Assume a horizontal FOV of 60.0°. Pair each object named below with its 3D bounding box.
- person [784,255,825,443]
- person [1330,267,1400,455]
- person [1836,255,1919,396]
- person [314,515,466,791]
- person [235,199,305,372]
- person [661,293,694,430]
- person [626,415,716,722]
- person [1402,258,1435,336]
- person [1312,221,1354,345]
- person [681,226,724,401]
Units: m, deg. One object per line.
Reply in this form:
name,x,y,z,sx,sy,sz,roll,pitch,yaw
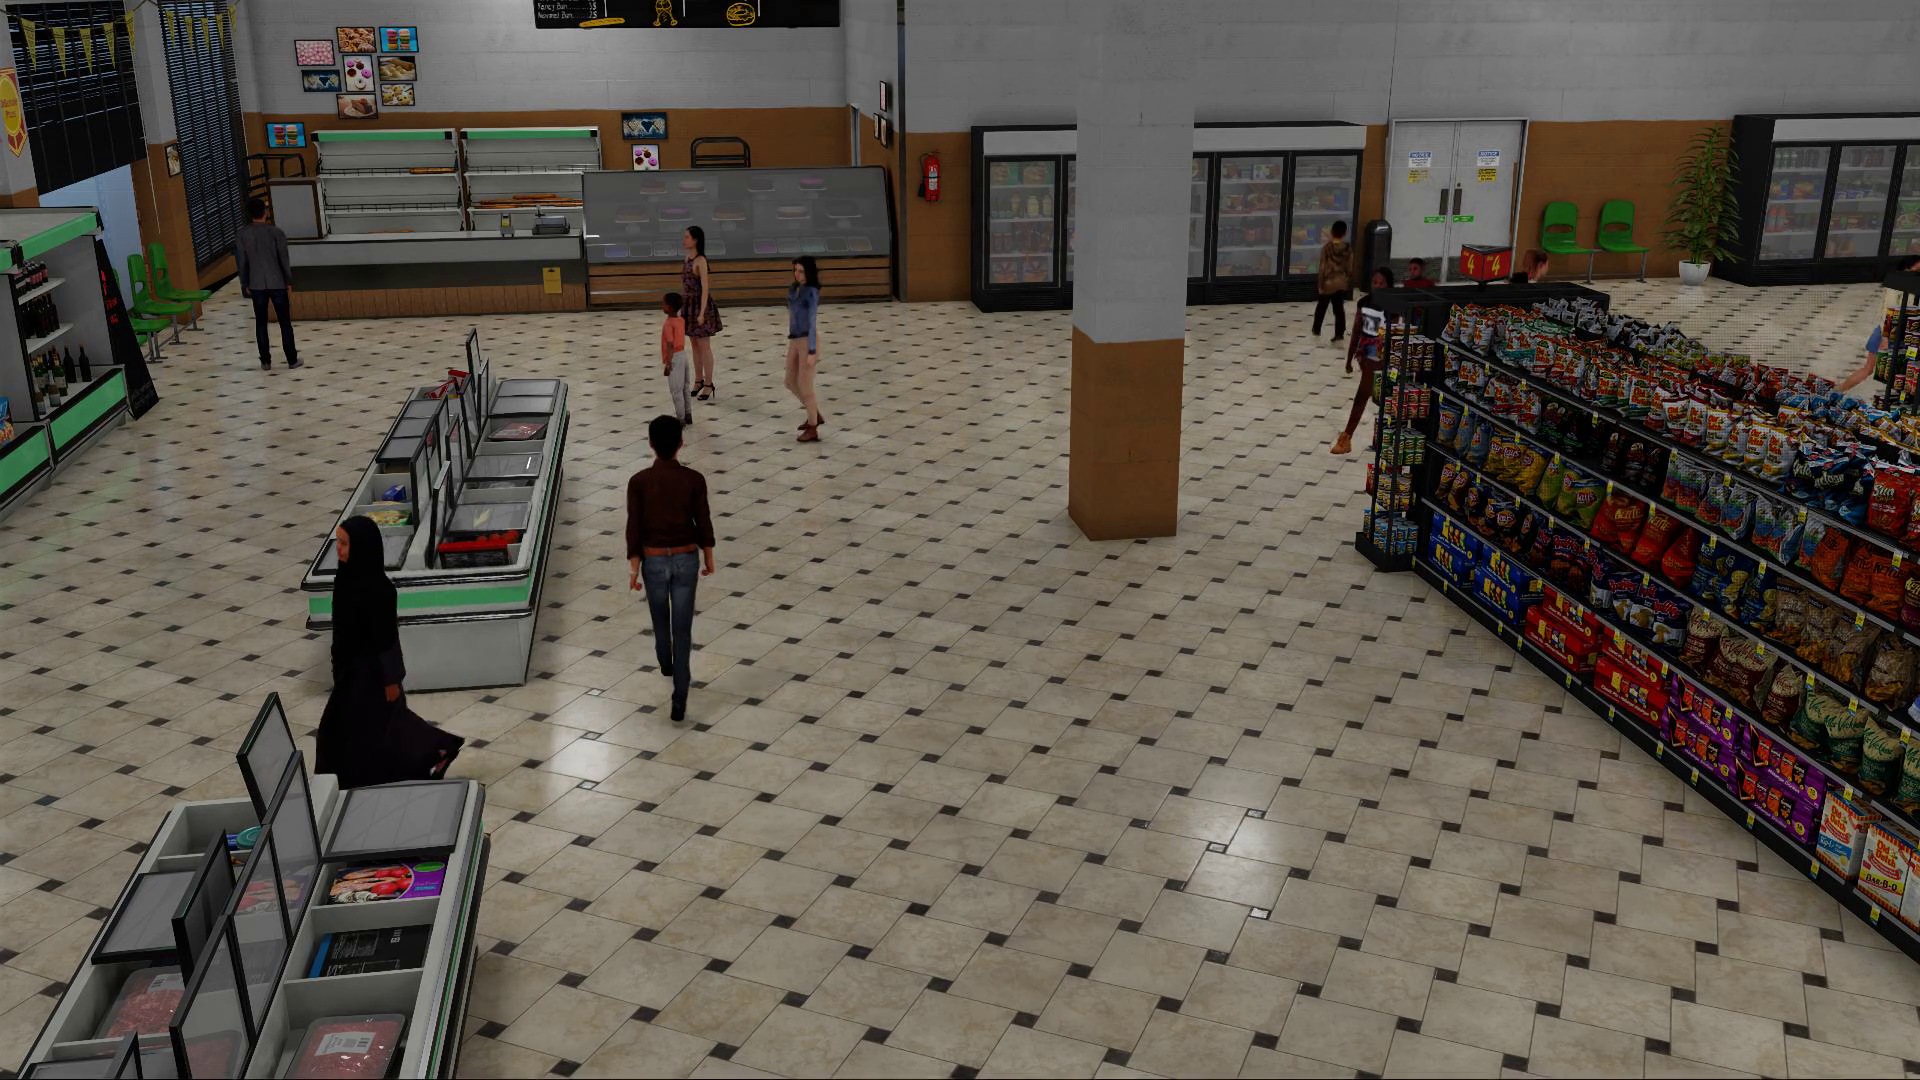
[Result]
person,-1.415,-1.763,15.366,0.840,1.757,0.719,-7,20,-19
person,3.799,-1.617,15.064,1.020,1.674,1.215,-10,21,-27
person,9.056,-1.991,16.304,0.883,1.589,1.223,-10,21,-28
person,-2.963,0.636,8.513,0.965,1.591,1.076,-14,23,-36
person,-7.609,-2.812,18.293,0.681,1.874,0.595,-4,19,-12
person,-2.718,-1.724,15.951,0.621,1.310,0.524,6,20,18
person,-1.654,0.202,9.585,0.686,1.728,1.107,-4,19,-12
person,5.033,-2.486,18.317,0.694,1.242,0.774,8,20,23
person,4.415,-2.983,19.516,0.629,1.417,0.988,-2,19,-7
person,-2.684,-2.317,16.982,0.833,1.774,0.741,-12,22,-31
